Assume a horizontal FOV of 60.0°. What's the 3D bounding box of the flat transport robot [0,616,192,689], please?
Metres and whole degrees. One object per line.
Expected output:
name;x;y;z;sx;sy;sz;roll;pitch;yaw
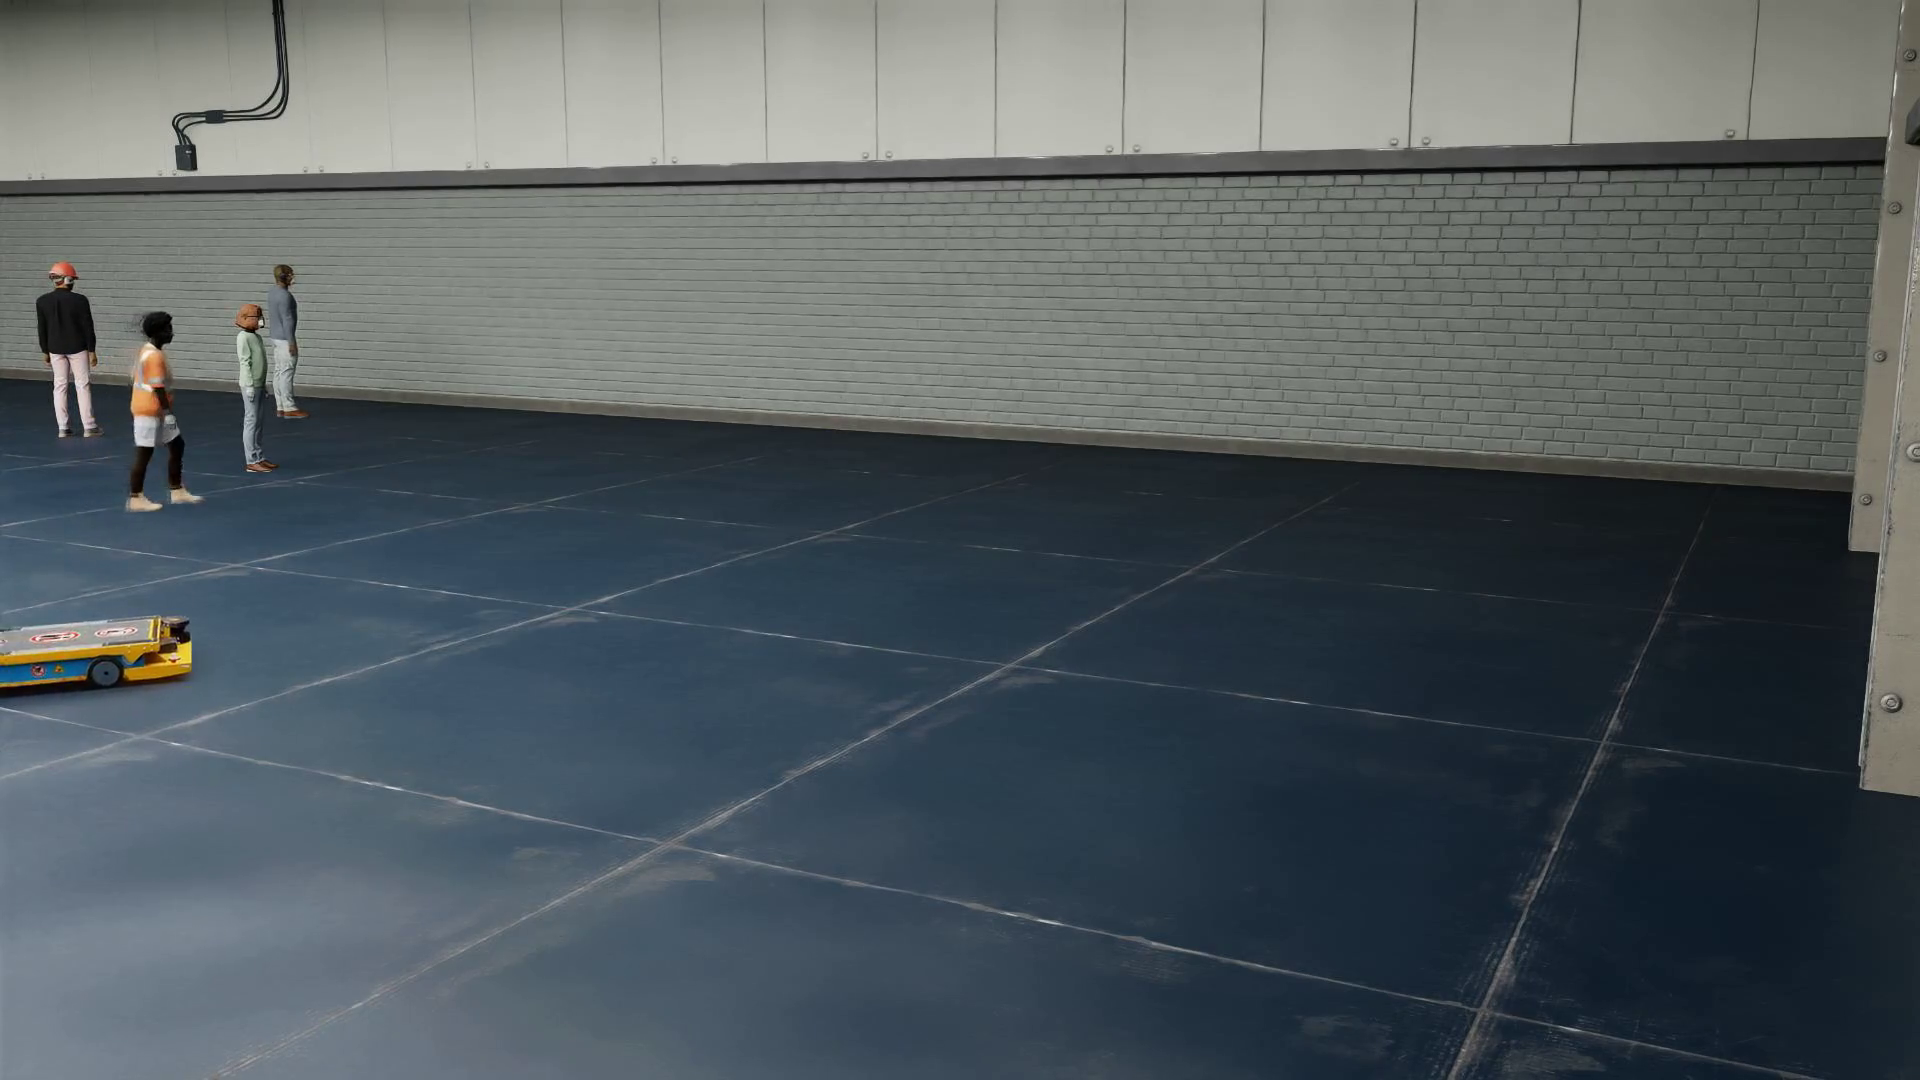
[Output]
flat transport robot;-4.758;0.603;8.587;1.431;0.197;0.652;-5;11;-24

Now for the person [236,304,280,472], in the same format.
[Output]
person;-6.878;-1.484;16.247;0.280;1.633;0.500;-1;10;-7

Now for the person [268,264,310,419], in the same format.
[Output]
person;-8.497;-2.500;20.954;0.379;1.940;0.629;-7;13;-34

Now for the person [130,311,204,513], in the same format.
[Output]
person;-6.639;-1.061;13.842;0.672;1.662;0.540;-4;11;-22

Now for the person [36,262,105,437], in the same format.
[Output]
person;-10.161;-2.163;18.986;0.608;1.988;0.392;0;10;-2
